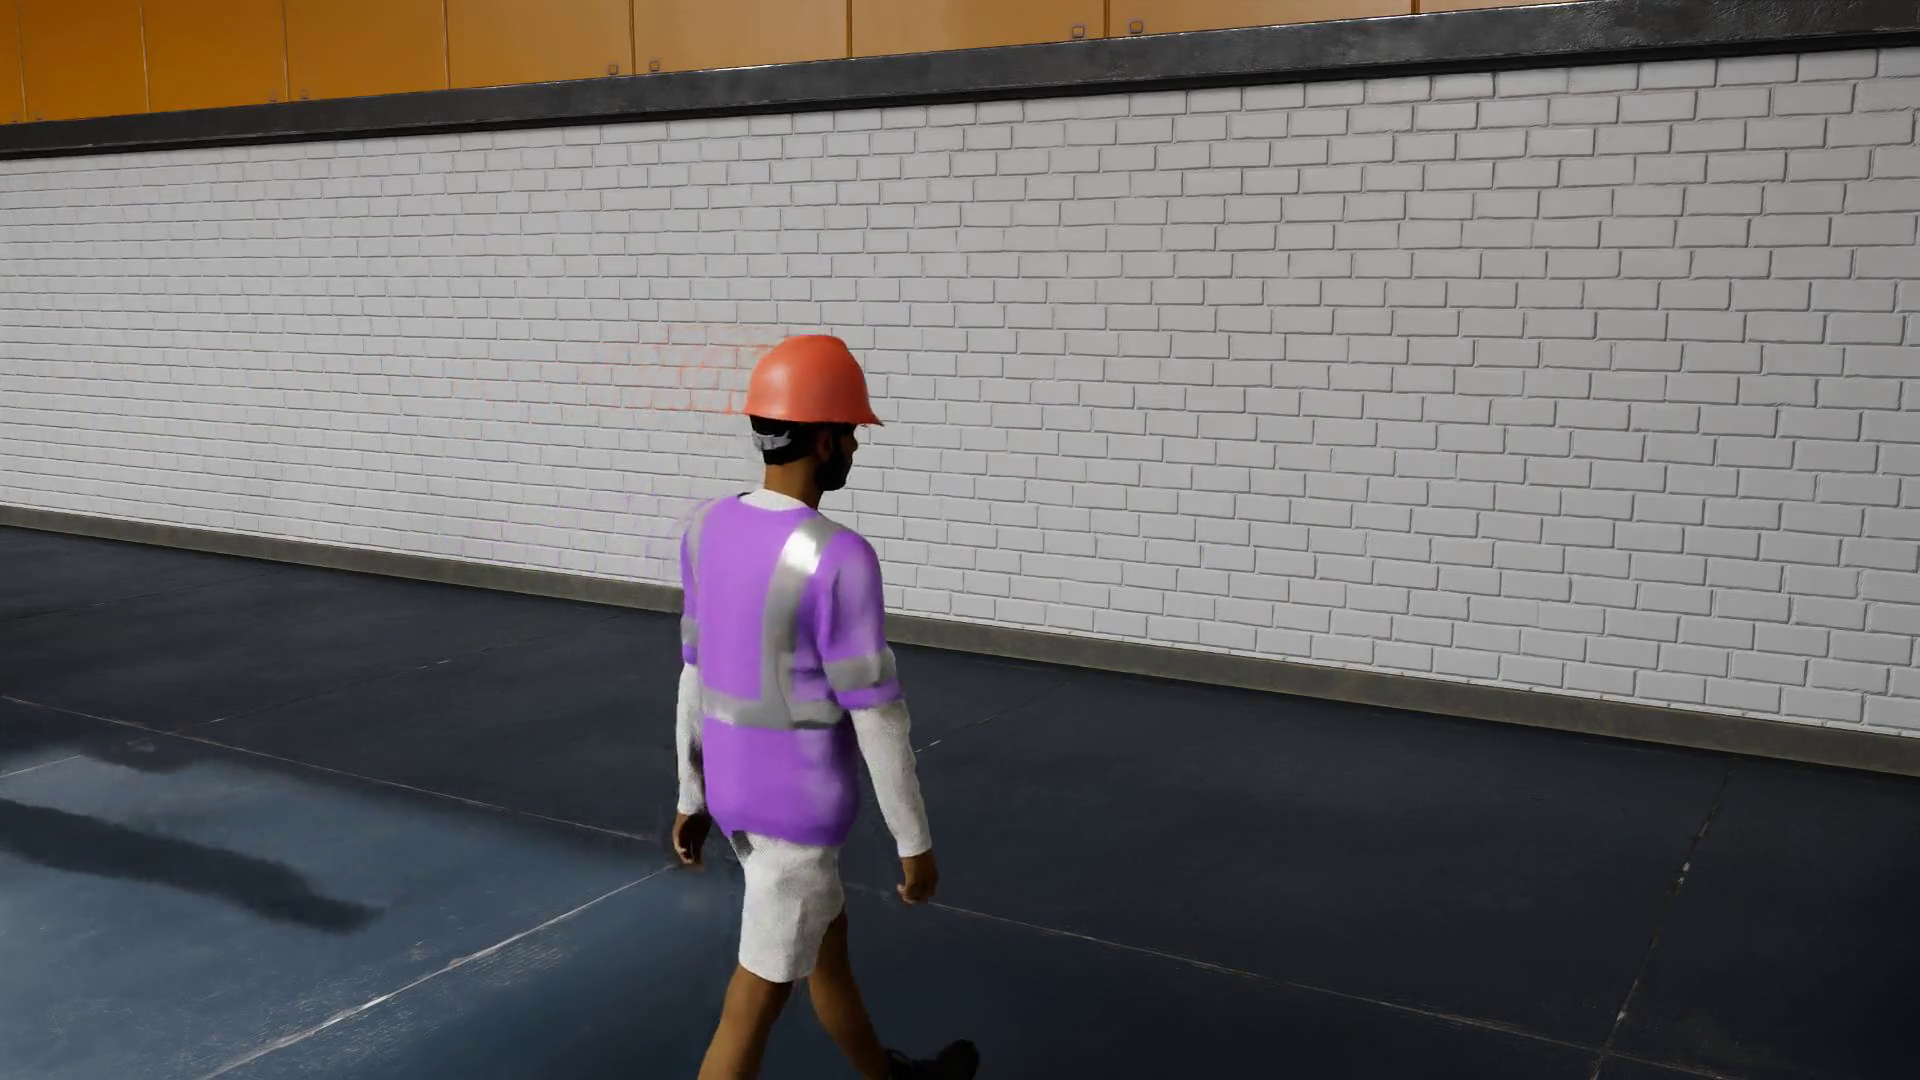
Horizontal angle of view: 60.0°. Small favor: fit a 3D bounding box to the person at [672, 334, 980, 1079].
[{"bbox_3d":[-0.258,0.524,3.500,0.961,1.888,0.574,-7,12,-38],"label":"person"}]
